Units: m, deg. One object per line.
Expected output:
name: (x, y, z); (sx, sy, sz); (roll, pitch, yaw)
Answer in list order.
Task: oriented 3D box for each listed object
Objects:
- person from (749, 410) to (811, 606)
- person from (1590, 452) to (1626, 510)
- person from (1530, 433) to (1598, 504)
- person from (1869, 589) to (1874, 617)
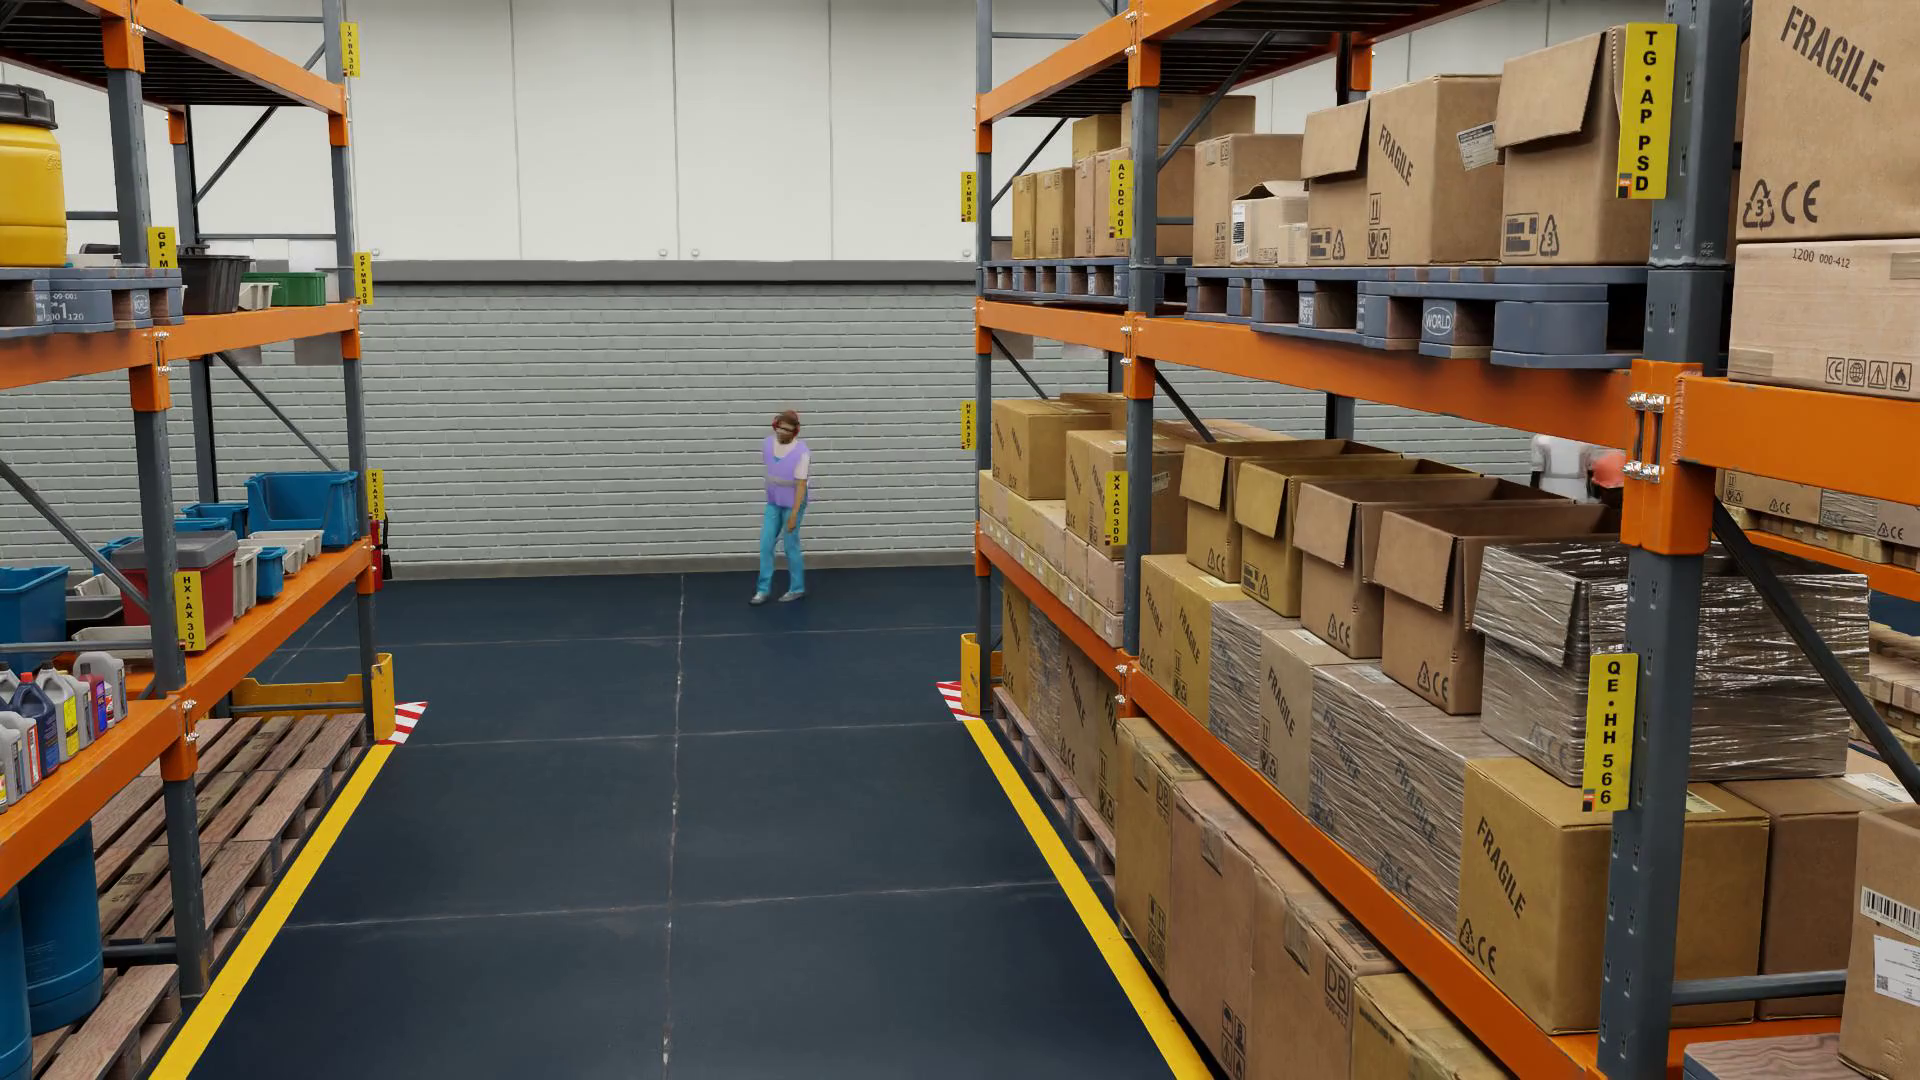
person: (-1.624, -0.281, 14.990); (0.660, 1.789, 0.753); (6, 11, 35)
person: (3.765, 0.486, 9.640); (0.607, 1.983, 1.062); (1, 9, 5)
person: (5.569, -0.404, 15.351); (0.600, 1.927, 0.904); (3, 10, 16)
person: (6.207, 0.238, 11.601); (0.510, 1.860, 0.334); (-4, 10, -25)
